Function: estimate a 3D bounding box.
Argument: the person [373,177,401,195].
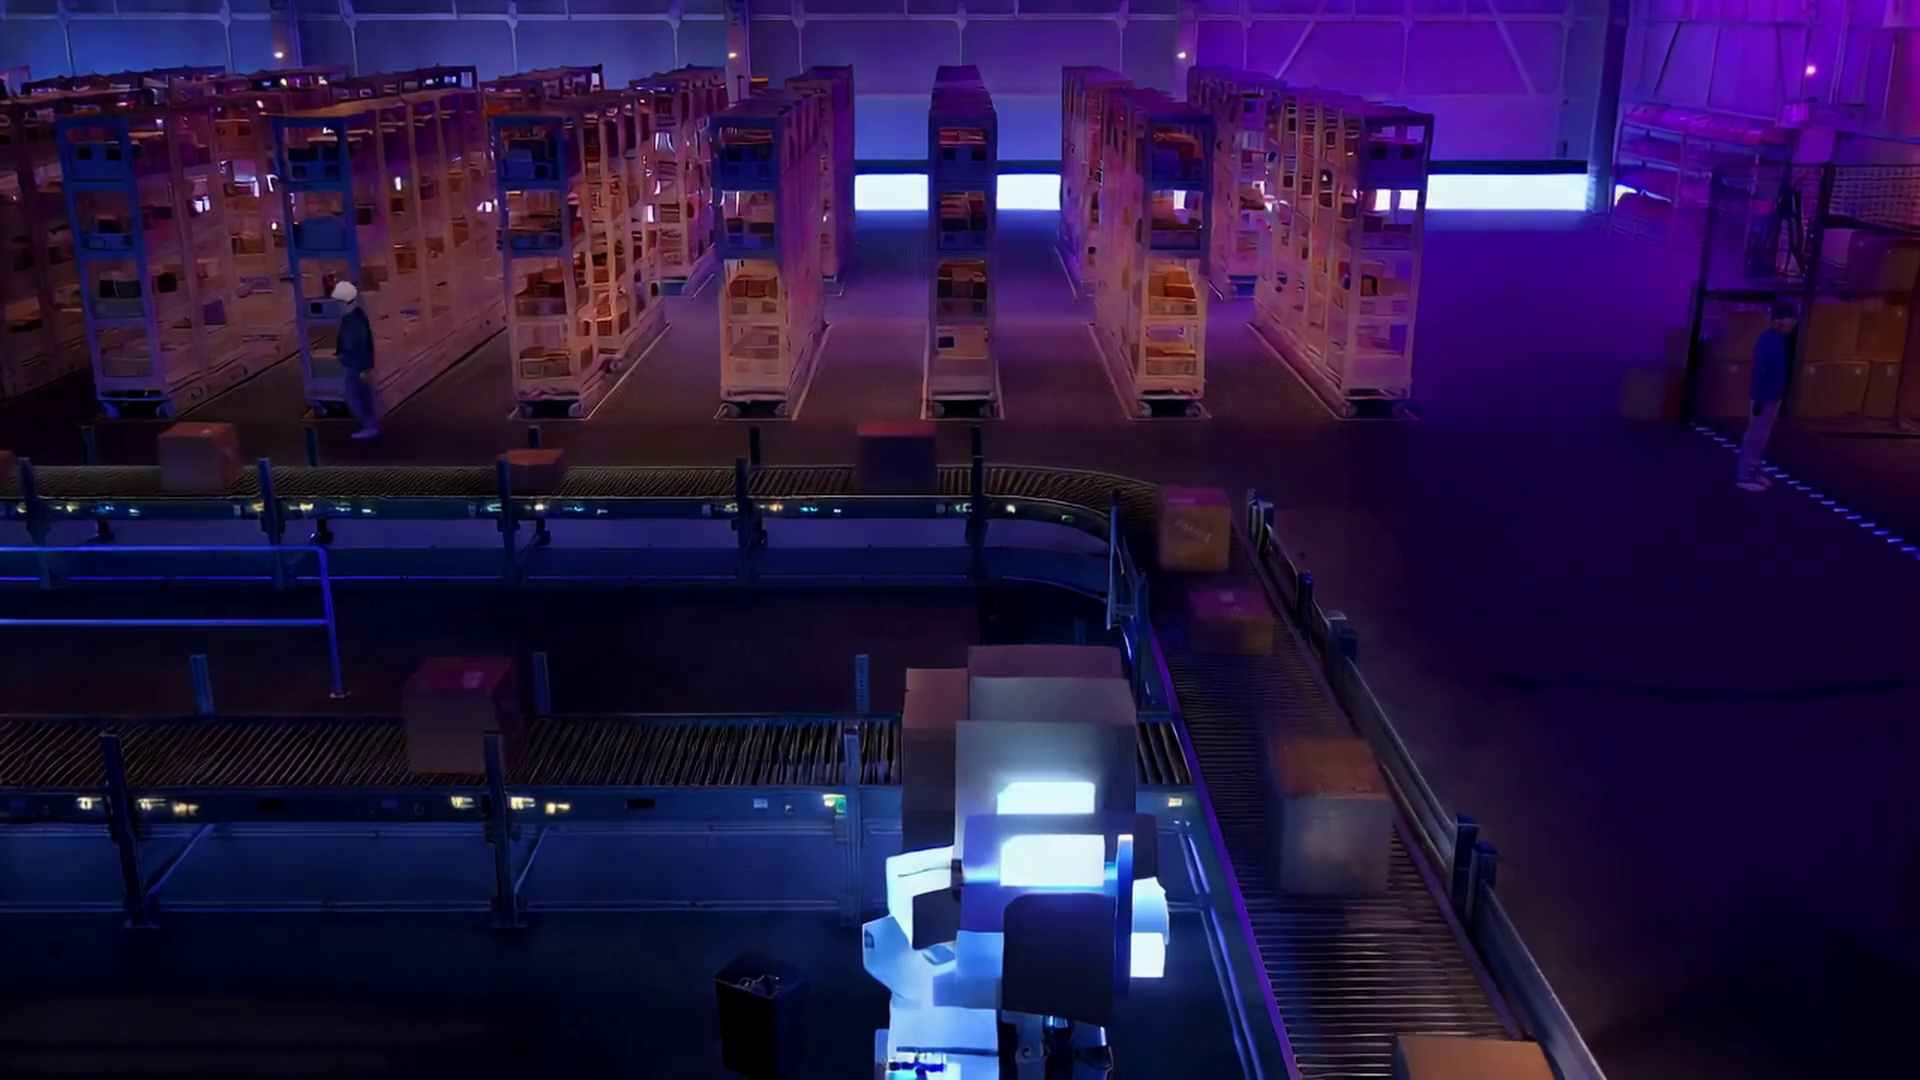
[{"bbox_3d":[-11.682,-6.942,34.080,0.608,1.815,0.513,-7,19,-21],"label":"person"}]

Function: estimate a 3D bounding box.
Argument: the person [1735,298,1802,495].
[{"bbox_3d":[8.243,-1.472,16.947,0.608,1.996,0.381,-17,25,-42],"label":"person"}]

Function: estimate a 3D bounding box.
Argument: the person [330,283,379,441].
[{"bbox_3d":[-6.881,-2.013,18.899,0.459,1.812,0.627,-7,19,-21],"label":"person"}]
